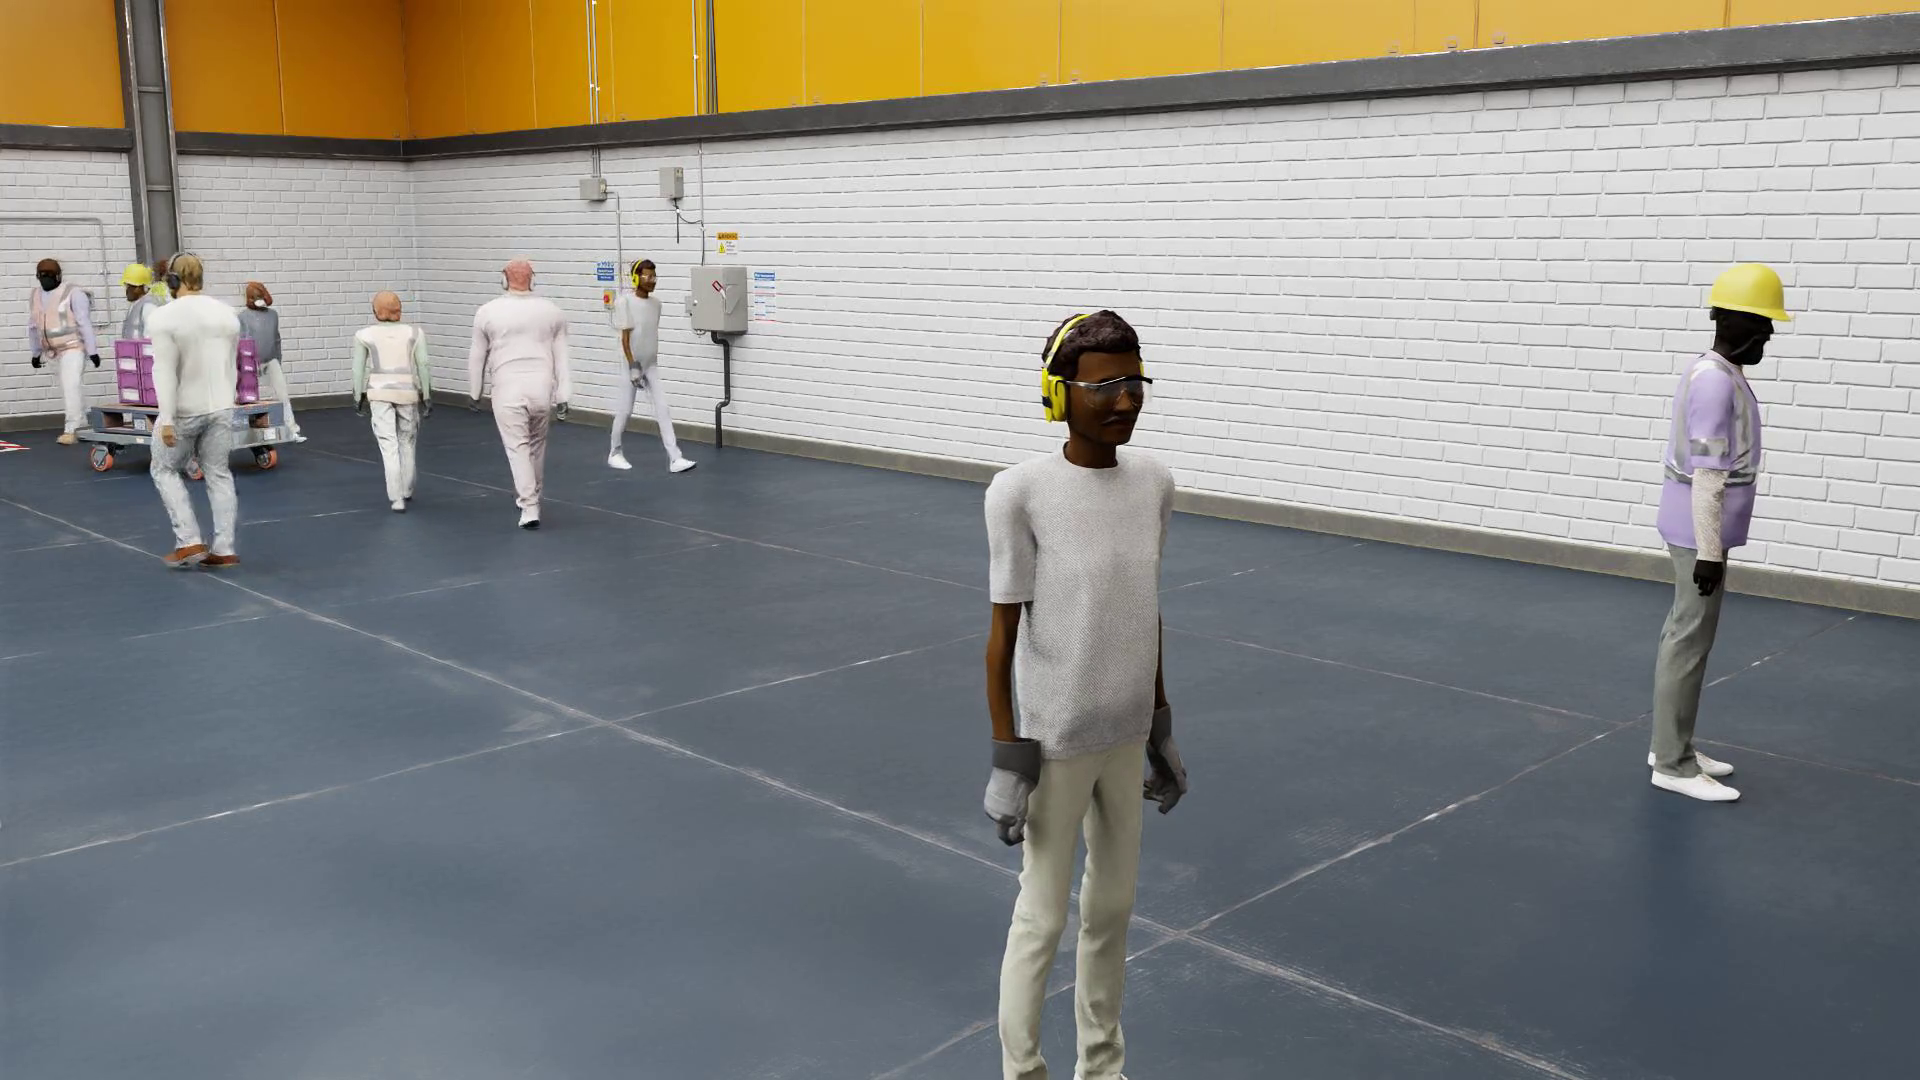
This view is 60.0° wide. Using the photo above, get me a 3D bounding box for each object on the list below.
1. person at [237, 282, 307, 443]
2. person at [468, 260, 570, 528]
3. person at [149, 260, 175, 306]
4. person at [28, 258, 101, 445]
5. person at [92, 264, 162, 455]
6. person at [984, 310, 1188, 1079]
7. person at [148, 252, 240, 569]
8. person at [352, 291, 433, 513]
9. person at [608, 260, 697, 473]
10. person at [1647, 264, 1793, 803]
[{"bbox_3d":[-6.867,-1.739,16.304,0.855,1.585,0.508,6,12,30],"label":"person"},{"bbox_3d":[-3.091,-1.034,11.713,0.643,1.857,0.991,-7,12,-32],"label":"person"},{"bbox_3d":[-7.929,-1.922,16.785,0.634,1.789,0.928,5,12,26],"label":"person"},{"bbox_3d":[-8.728,-1.817,16.129,0.723,1.793,0.839,3,11,15],"label":"person"},{"bbox_3d":[-7.525,-1.659,15.359,0.942,1.761,0.626,-7,13,-35],"label":"person"},{"bbox_3d":[0.282,0.444,3.588,0.532,1.870,0.319,-8,13,-36],"label":"person"},{"bbox_3d":[-4.643,-0.765,10.040,0.531,1.922,0.644,5,12,26],"label":"person"},{"bbox_3d":[-4.229,-1.036,12.360,0.545,1.598,0.807,-5,11,-25],"label":"person"},{"bbox_3d":[-2.711,-1.475,14.239,0.999,1.807,0.517,9,14,40],"label":"person"},{"bbox_3d":[2.739,-0.030,6.038,0.390,1.920,0.590,5,11,24],"label":"person"}]
